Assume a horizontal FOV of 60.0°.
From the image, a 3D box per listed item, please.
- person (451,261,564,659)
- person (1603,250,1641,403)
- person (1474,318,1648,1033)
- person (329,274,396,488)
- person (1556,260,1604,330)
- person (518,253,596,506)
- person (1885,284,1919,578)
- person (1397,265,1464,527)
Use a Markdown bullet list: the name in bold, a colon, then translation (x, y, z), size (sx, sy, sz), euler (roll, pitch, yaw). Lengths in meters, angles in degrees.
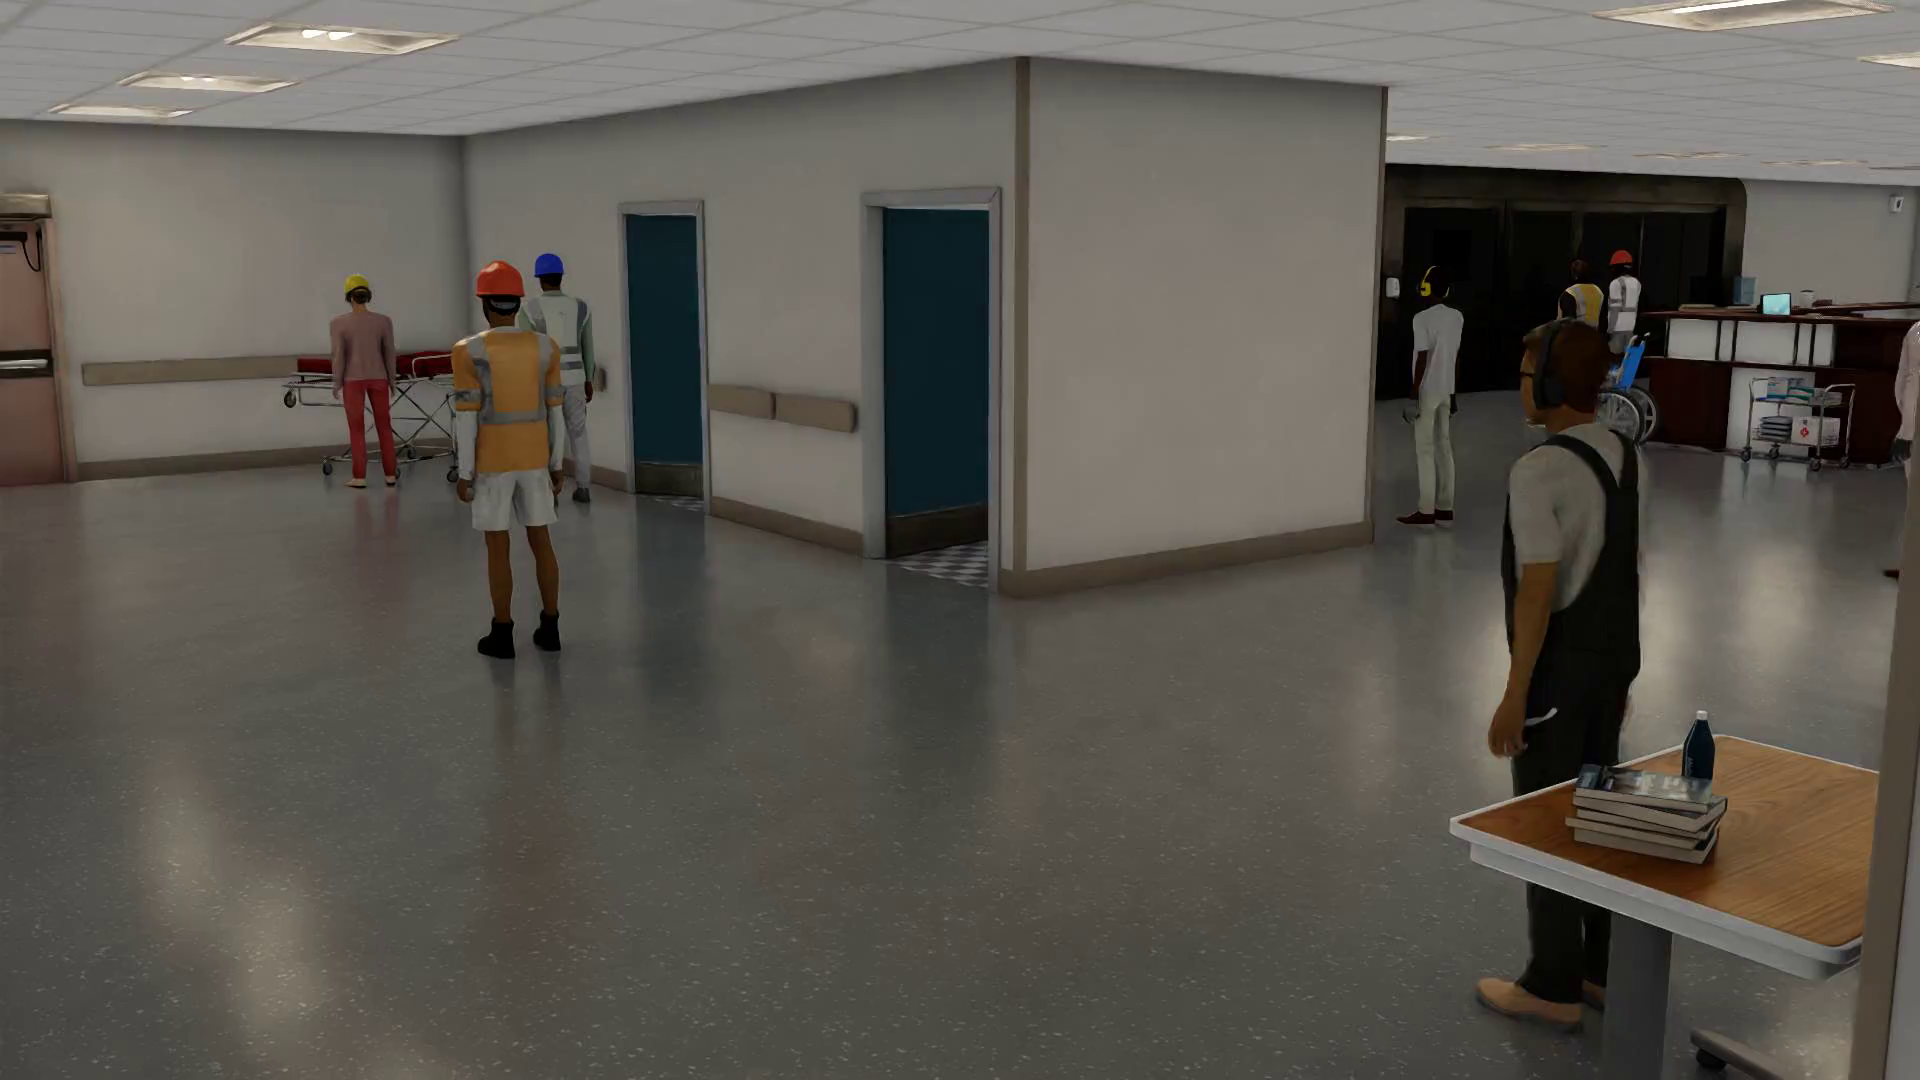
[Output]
- **person**: translation (-2.216, -0.390, 8.160), size (0.551, 1.934, 0.373), euler (-7, 13, -36)
- **person**: translation (8.349, -2.697, 21.090), size (0.551, 1.932, 0.378), euler (-7, 13, -36)
- **person**: translation (1.558, 0.357, 4.294), size (0.533, 1.832, 0.404), euler (-8, 13, -38)
- **person**: translation (-4.954, -1.314, 13.818), size (0.533, 1.765, 0.331), euler (-7, 13, -36)
- **person**: translation (6.631, -2.086, 17.934), size (0.633, 1.841, 0.429), euler (-7, 13, -36)
- **person**: translation (-3.124, -1.237, 12.878), size (0.615, 1.943, 0.409), euler (-7, 13, -36)
- **person**: translation (5.849, -0.691, 10.012), size (0.690, 1.895, 0.444), euler (-6, 12, -32)
- **person**: translation (3.384, -1.030, 11.936), size (0.533, 1.868, 0.310), euler (-7, 13, -36)
